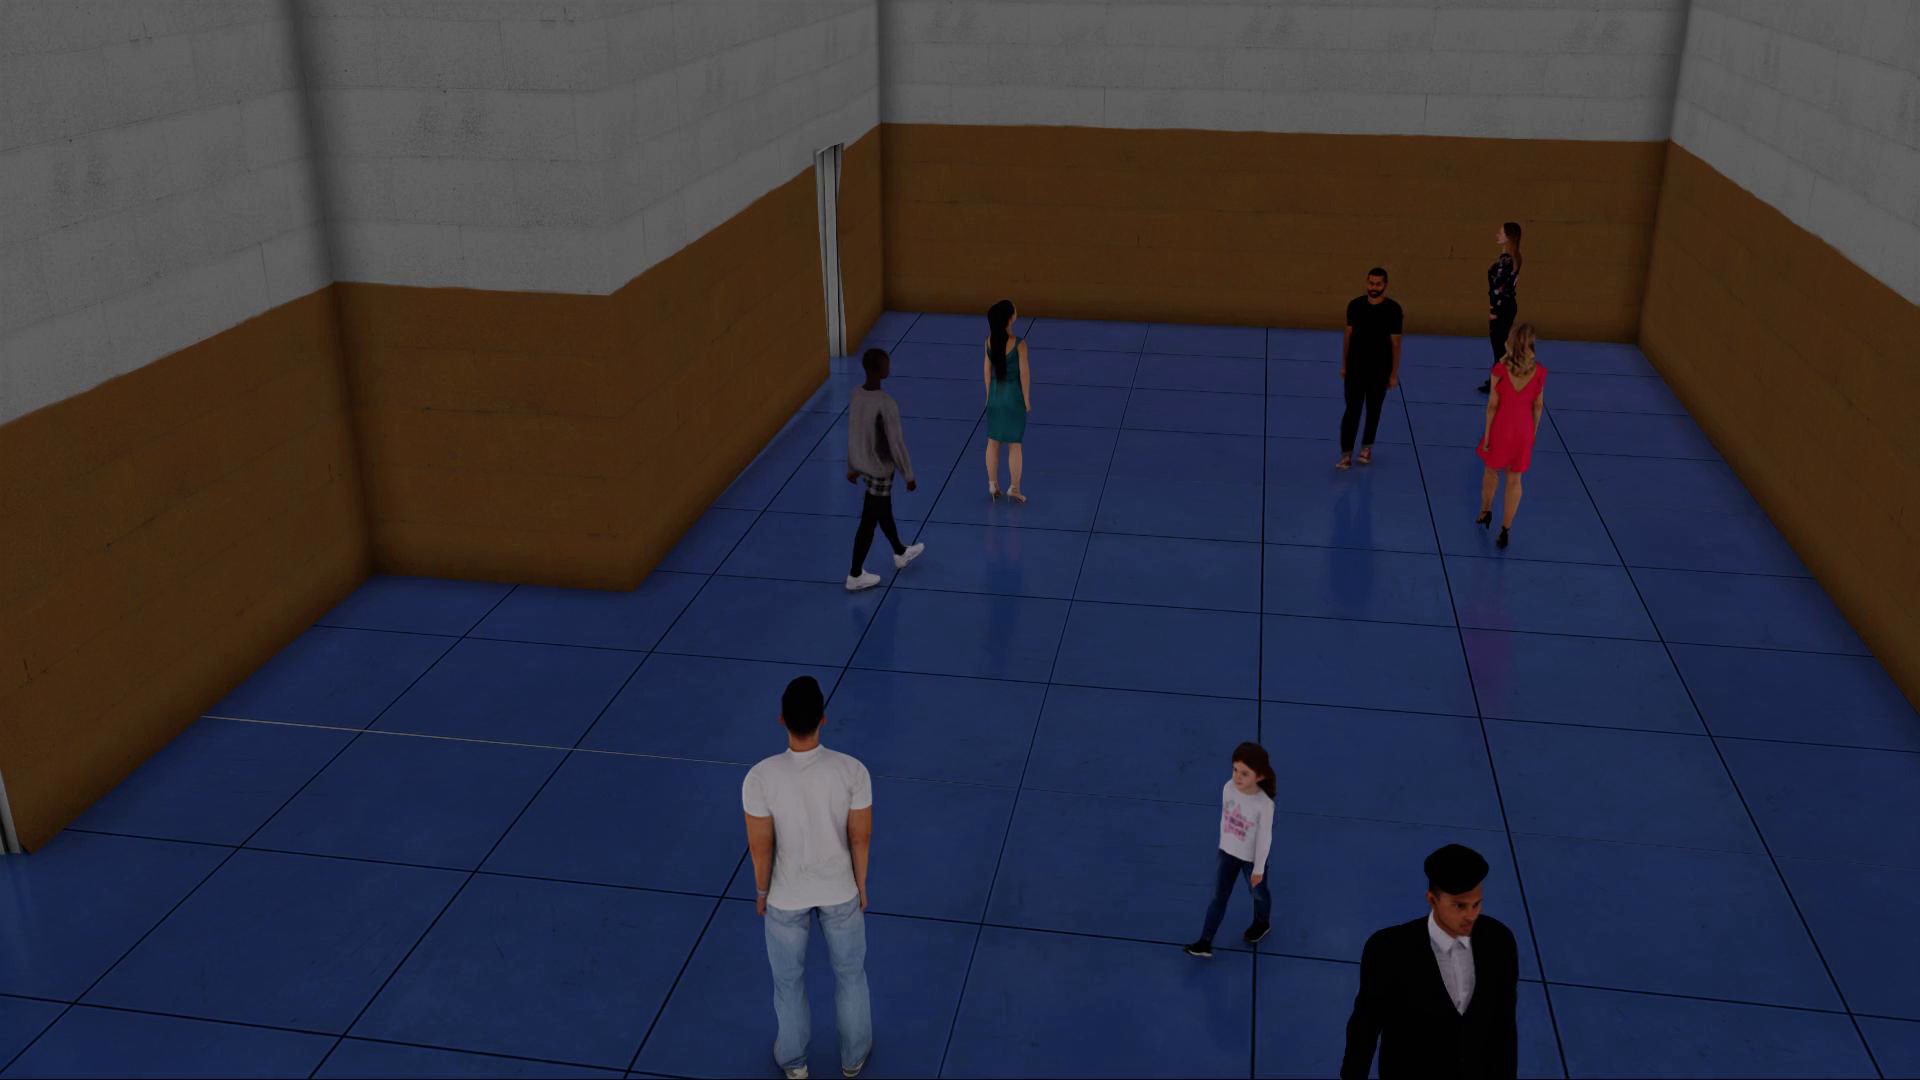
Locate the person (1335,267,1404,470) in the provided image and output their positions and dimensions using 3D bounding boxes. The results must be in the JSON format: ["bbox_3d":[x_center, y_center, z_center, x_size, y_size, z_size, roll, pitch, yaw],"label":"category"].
[{"bbox_3d":[3.527,-1.484,14.273,0.966,1.734,0.841,8,23,20],"label":"person"}]

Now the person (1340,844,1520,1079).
[{"bbox_3d":[1.614,1.834,5.841,0.750,1.865,0.871,-6,23,-14],"label":"person"}]

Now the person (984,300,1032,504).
[{"bbox_3d":[0.370,-1.113,13.414,0.531,1.686,0.670,12,25,27],"label":"person"}]

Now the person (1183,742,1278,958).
[{"bbox_3d":[1.376,1.446,7.851,0.774,1.086,0.765,-20,29,-40],"label":"person"}]

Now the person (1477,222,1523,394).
[{"bbox_3d":[5.346,-2.283,16.332,0.632,1.680,0.640,13,25,29],"label":"person"}]

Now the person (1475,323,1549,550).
[{"bbox_3d":[4.152,-0.758,12.501,0.734,1.707,0.646,3,22,7],"label":"person"}]

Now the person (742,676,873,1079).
[{"bbox_3d":[-0.610,1.422,6.864,0.629,1.866,0.801,-3,22,-8],"label":"person"}]

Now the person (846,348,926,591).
[{"bbox_3d":[-0.680,-0.467,11.723,1.083,1.748,1.051,-17,27,-36],"label":"person"}]
